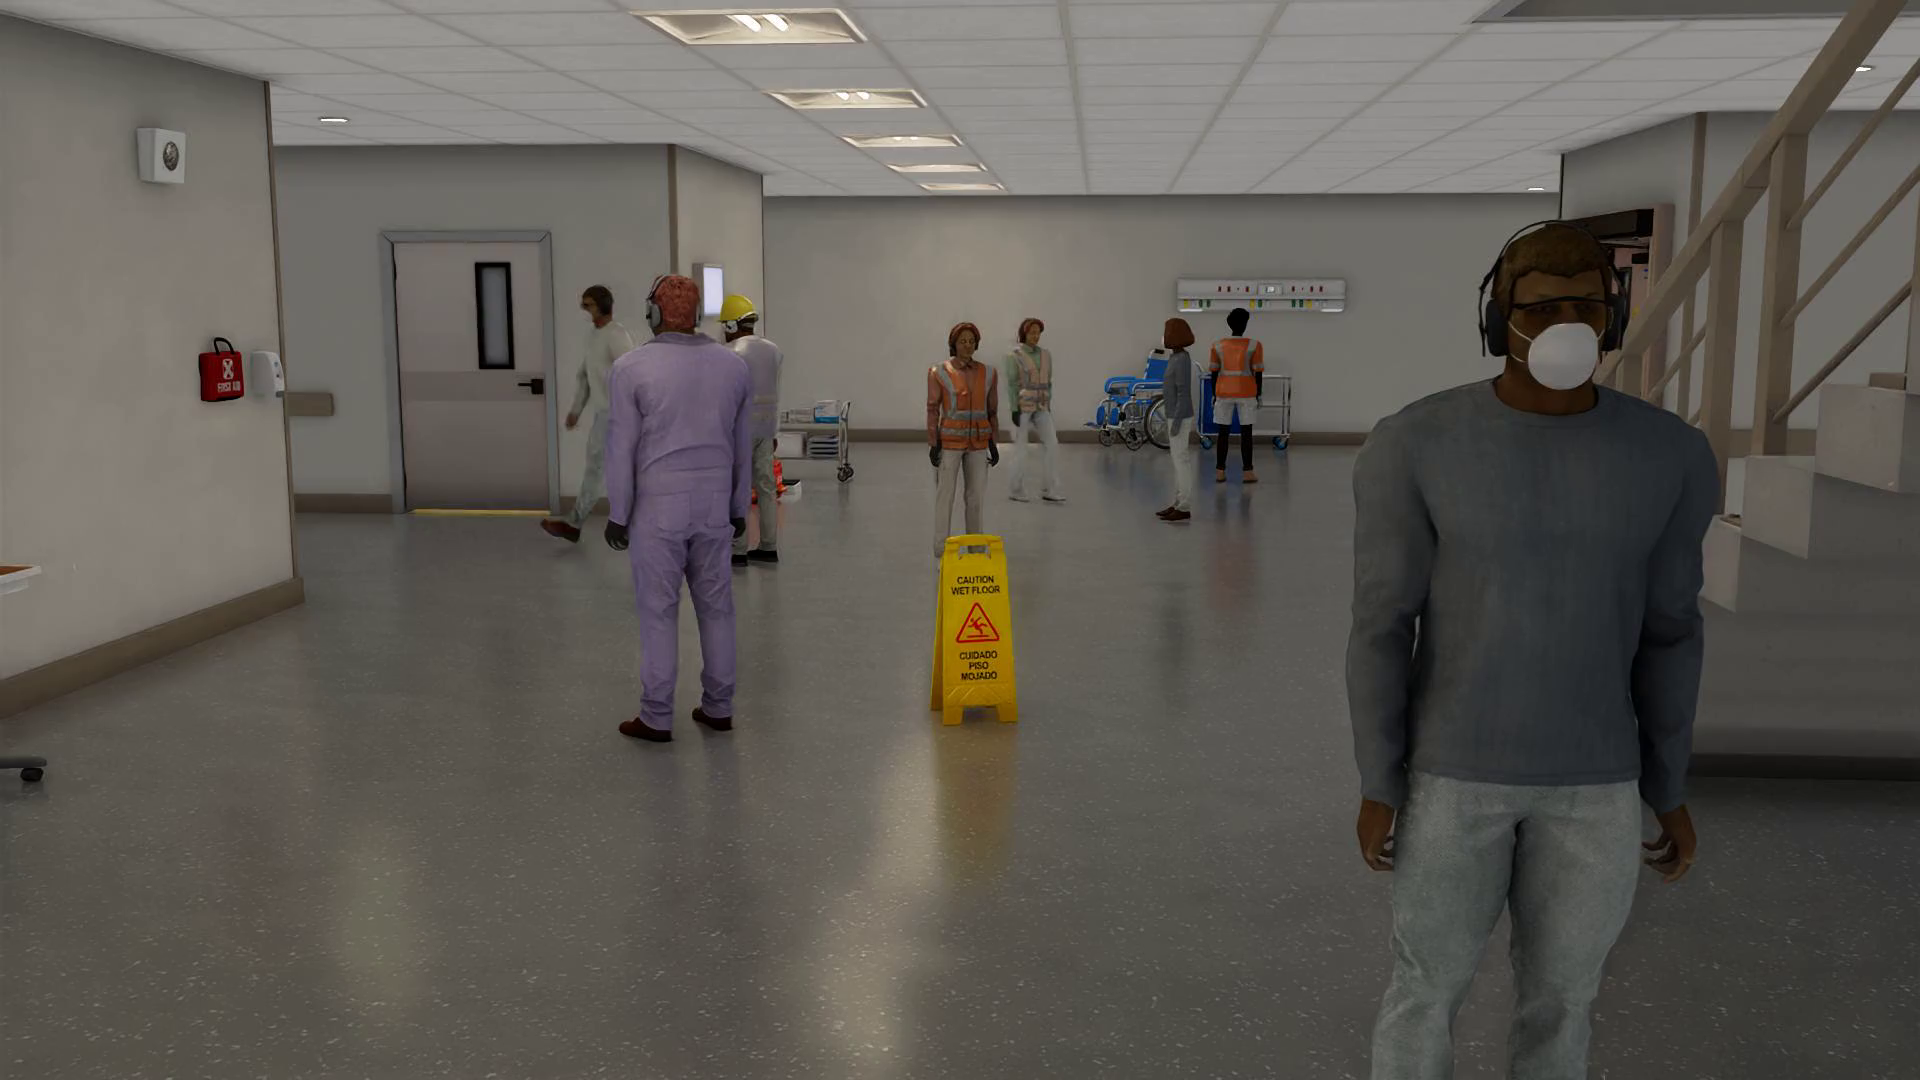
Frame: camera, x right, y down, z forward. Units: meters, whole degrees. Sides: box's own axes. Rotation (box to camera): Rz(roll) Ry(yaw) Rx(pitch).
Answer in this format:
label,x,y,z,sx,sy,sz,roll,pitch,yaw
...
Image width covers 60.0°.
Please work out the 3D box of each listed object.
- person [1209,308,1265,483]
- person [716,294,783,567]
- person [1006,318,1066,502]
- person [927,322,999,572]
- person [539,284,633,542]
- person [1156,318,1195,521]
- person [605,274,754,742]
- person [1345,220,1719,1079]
label,x,y,z,sx,sy,sz,roll,pitch,yaw
person,2.675,-1.390,16.081,0.540,1.696,0.316,3,9,20
person,-1.443,-0.728,11.163,0.403,1.824,0.592,7,11,41
person,0.670,-1.115,14.483,0.538,1.611,0.664,-6,10,-36
person,0.018,-0.608,10.950,0.513,1.641,0.307,-4,9,-23
person,-2.699,-0.934,12.326,0.997,1.888,0.639,-4,9,-28
person,1.742,-0.966,13.407,0.278,1.634,0.498,0,8,3
person,-1.158,-0.131,6.842,0.644,1.904,0.401,-7,11,-40
person,0.992,0.423,2.933,0.628,1.940,0.378,0,8,1
